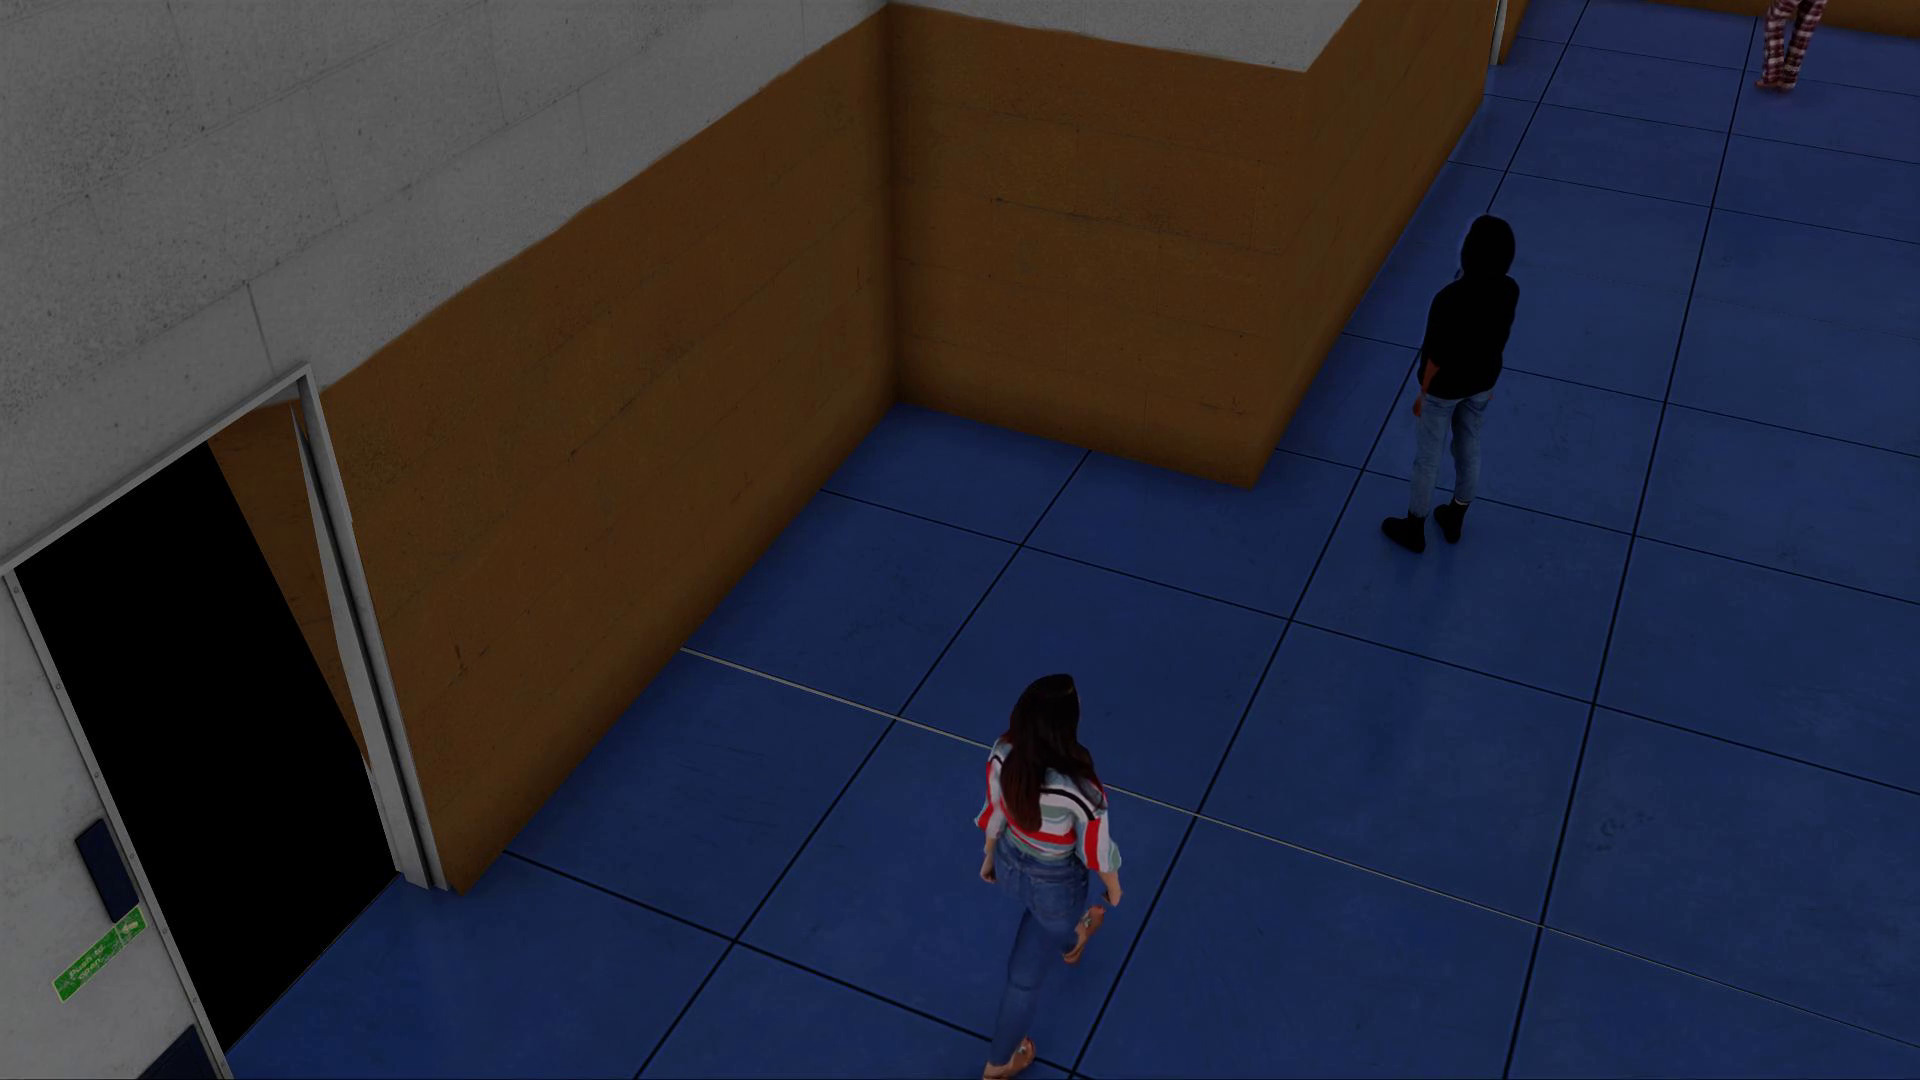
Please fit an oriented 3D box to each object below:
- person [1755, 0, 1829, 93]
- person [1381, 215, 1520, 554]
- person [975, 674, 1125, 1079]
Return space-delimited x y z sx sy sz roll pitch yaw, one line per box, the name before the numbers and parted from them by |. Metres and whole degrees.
person | 6.212 -4.051 12.043 0.718 1.694 0.807 -7 37 -9
person | 2.262 -0.692 7.562 0.653 1.702 0.715 -12 38 -15
person | 0.203 1.123 5.250 1.031 1.573 0.851 26 44 31
